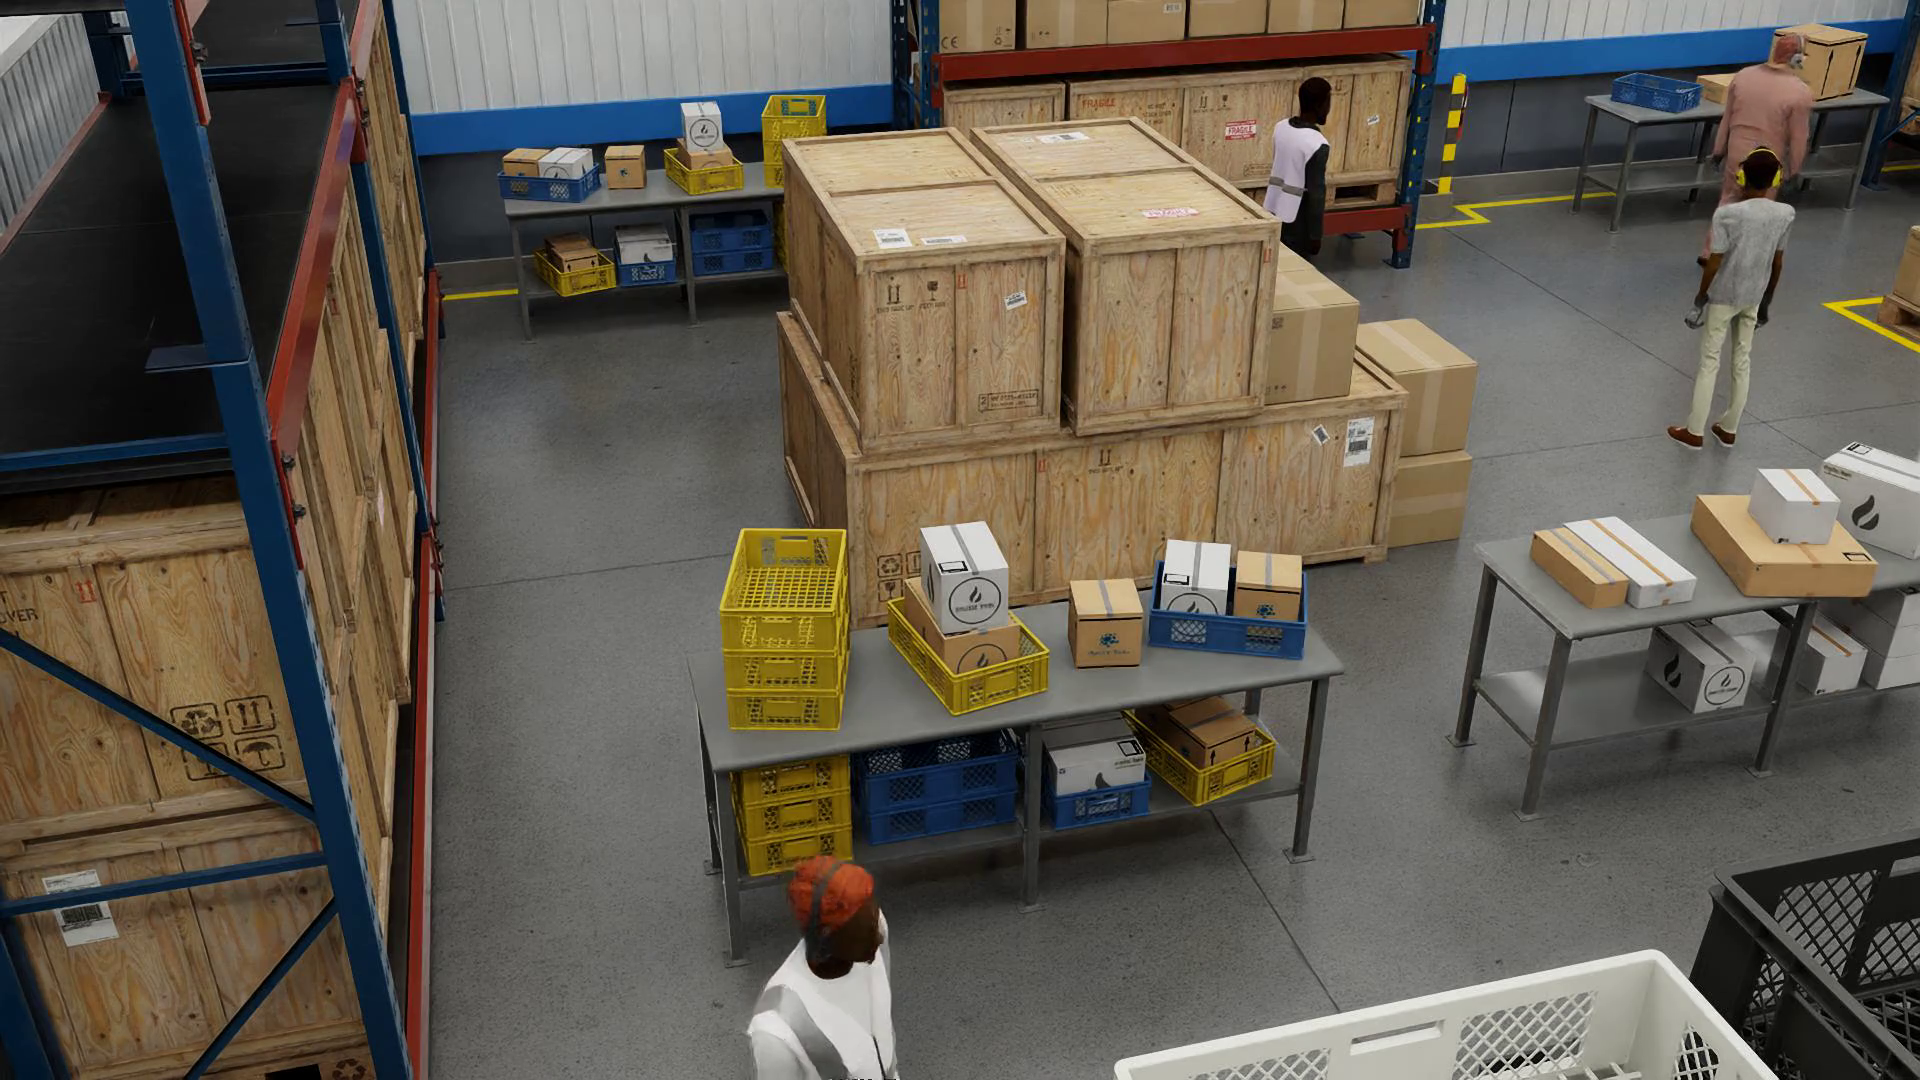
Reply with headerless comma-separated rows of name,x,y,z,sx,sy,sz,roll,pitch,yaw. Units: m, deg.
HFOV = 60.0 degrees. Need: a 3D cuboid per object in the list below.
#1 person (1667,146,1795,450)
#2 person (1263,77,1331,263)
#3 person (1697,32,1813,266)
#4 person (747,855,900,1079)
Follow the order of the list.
person,4.664,-1.439,10.061,0.514,1.866,0.332,-2,29,-4
person,2.292,-2.206,11.409,0.388,1.913,0.592,-10,30,-18
person,6.132,-2.930,12.737,0.462,1.892,0.658,-18,34,-30
person,-0.321,1.607,4.520,0.388,1.881,0.630,12,31,20
